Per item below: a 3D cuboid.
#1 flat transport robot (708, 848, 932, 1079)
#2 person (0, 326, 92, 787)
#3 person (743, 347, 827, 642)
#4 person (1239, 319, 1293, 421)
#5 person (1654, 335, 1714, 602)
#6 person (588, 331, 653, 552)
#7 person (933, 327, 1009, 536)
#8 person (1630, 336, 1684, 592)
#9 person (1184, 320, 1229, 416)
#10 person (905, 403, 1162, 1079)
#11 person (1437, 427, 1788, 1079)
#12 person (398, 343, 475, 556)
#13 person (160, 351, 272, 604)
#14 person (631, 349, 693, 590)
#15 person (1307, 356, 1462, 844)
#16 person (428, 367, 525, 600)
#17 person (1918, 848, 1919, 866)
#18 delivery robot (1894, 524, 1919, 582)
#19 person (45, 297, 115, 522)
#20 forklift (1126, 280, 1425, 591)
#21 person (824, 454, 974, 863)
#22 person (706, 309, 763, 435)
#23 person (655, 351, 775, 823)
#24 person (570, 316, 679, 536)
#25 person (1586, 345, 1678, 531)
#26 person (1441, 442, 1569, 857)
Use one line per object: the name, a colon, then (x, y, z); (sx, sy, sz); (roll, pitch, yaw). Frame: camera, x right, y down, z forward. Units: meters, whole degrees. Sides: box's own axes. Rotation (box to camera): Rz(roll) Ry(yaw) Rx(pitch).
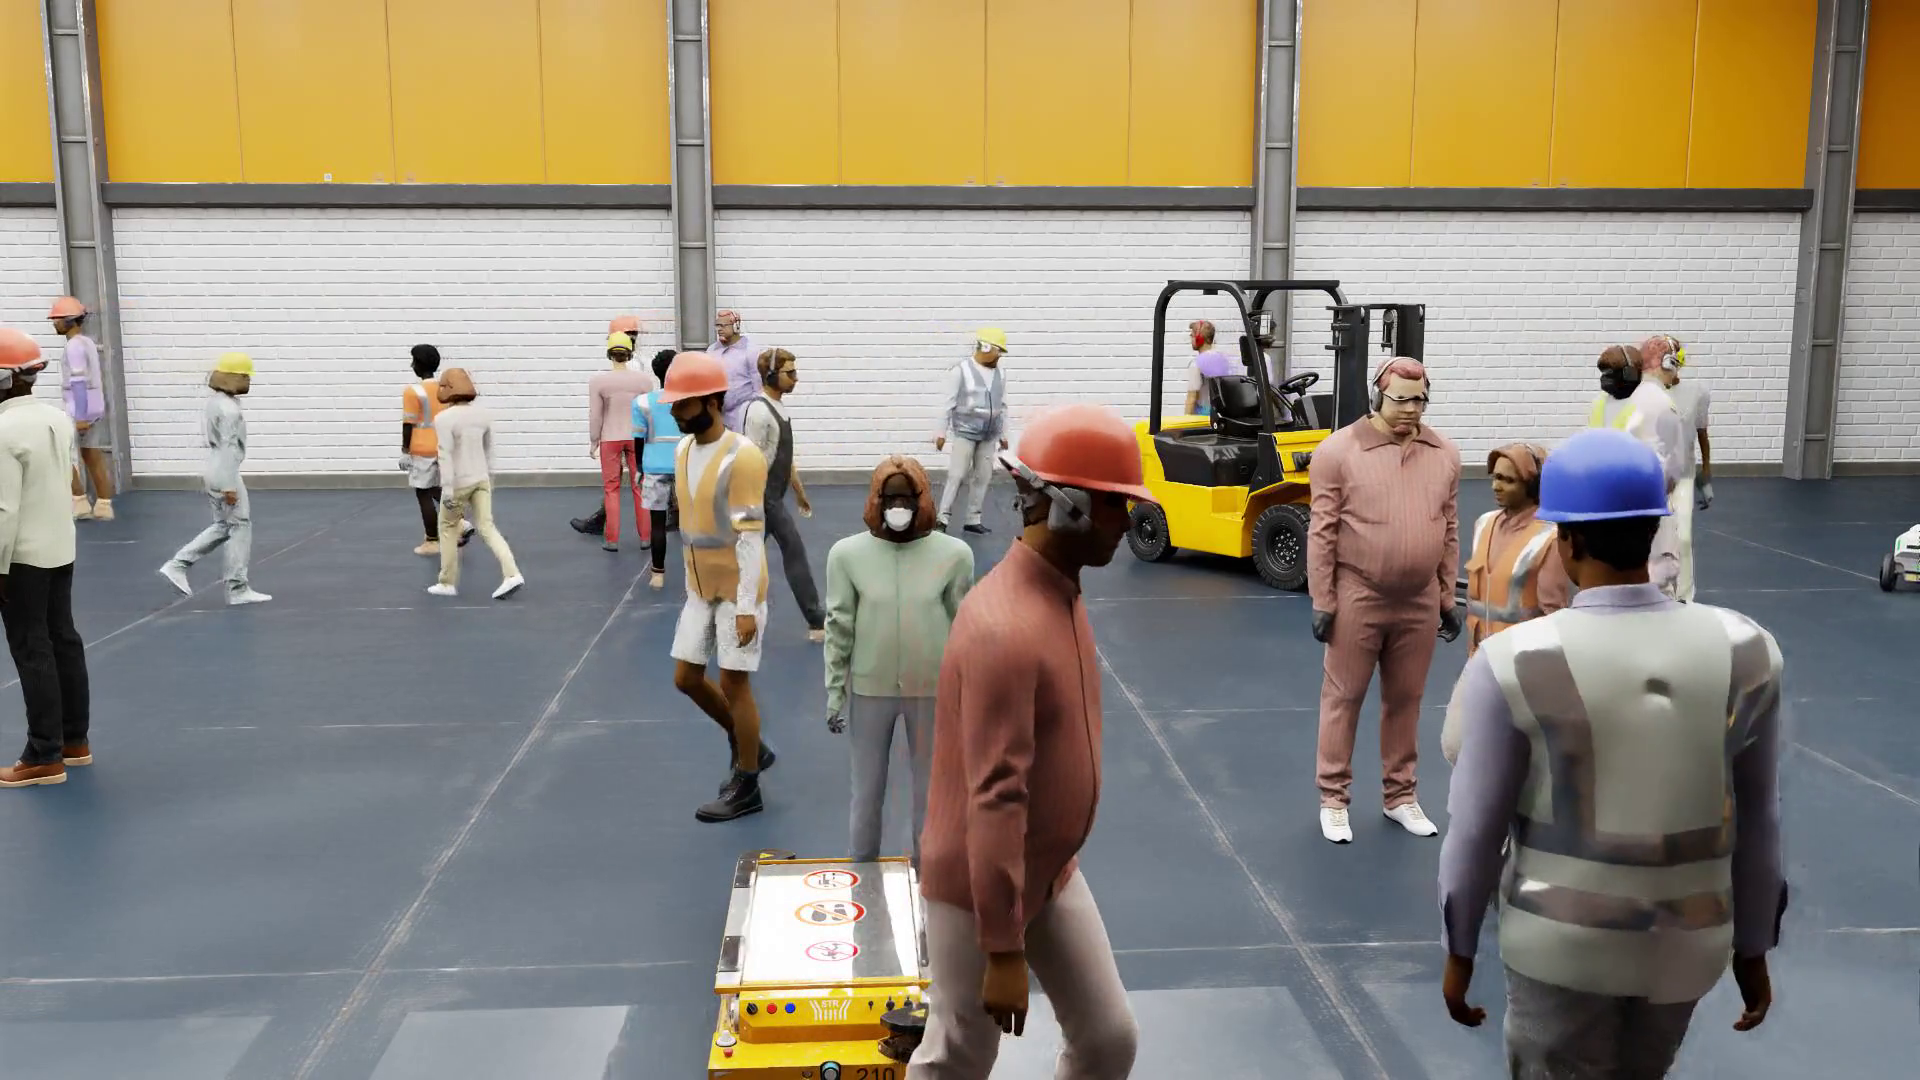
flat transport robot: (-0.394, 1.269, 5.127); (0.652, 0.197, 1.431); (-1, 9, -4)
person: (-4.064, 0.070, 7.257); (0.376, 1.997, 0.612); (0, 9, -3)
person: (-1.165, -0.265, 10.031); (1.006, 1.792, 0.528); (0, 9, 2)
person: (2.749, -1.084, 15.014); (0.496, 1.832, 0.537); (-2, 9, -14)
person: (4.402, -0.347, 10.361); (0.542, 1.839, 0.723); (4, 10, 26)
person: (-2.714, -0.787, 13.363); (0.534, 1.767, 0.318); (-3, 10, -20)
person: (0.117, -0.901, 14.023); (0.670, 1.784, 0.460); (-6, 11, -35)
person: (3.899, -0.226, 9.535); (0.483, 1.873, 0.679); (1, 9, 3)
person: (2.098, -0.973, 14.329); (0.518, 1.825, 0.575); (5, 10, 30)
person: (0.166, 0.703, 3.393); (0.731, 1.950, 0.673); (4, 10, 22)
person: (1.220, 0.750, 3.204); (0.629, 1.925, 0.489); (-1, 9, -6)
person: (-4.138, -0.698, 13.048); (0.416, 1.685, 0.539); (4, 10, 22)
person: (-4.986, -0.401, 11.111); (0.646, 1.710, 0.510); (-6, 11, -35)
person: (-2.033, -0.488, 11.696); (0.533, 1.697, 0.322); (-1, 9, -9)
person: (1.675, 0.235, 6.521); (0.638, 1.903, 0.406); (-2, 9, -11)
person: (-3.327, -0.381, 11.370); (0.799, 1.593, 0.525); (6, 11, 32)
person: (1.732, 0.812, 2.616); (0.392, 1.990, 0.612); (1, 9, 6)
delivery robot: (6.807, 0.043, 11.646); (0.477, 0.478, 0.707); (8, 12, 40)
person: (-7.899, -1.142, 14.783); (0.618, 2.019, 0.631); (-3, 9, -17)
forklift: (2.301, -0.860, 12.475); (1.214, 2.155, 2.313); (-6, 11, -35)
person: (-0.197, 0.525, 5.538); (0.507, 1.631, 0.267); (-1, 9, -4)
person: (-2.077, -1.127, 15.060); (0.651, 1.906, 0.403); (5, 10, 30)
person: (-0.985, 0.195, 6.729); (0.587, 1.914, 0.468); (9, 13, 44)
person: (-2.808, -0.967, 14.229); (0.958, 1.878, 0.553); (0, 9, -2)
person: (3.789, -0.200, 9.511); (0.439, 1.818, 0.649); (-3, 10, -20)
person: (1.968, 0.461, 5.951); (0.365, 1.627, 0.523); (-4, 10, -23)
